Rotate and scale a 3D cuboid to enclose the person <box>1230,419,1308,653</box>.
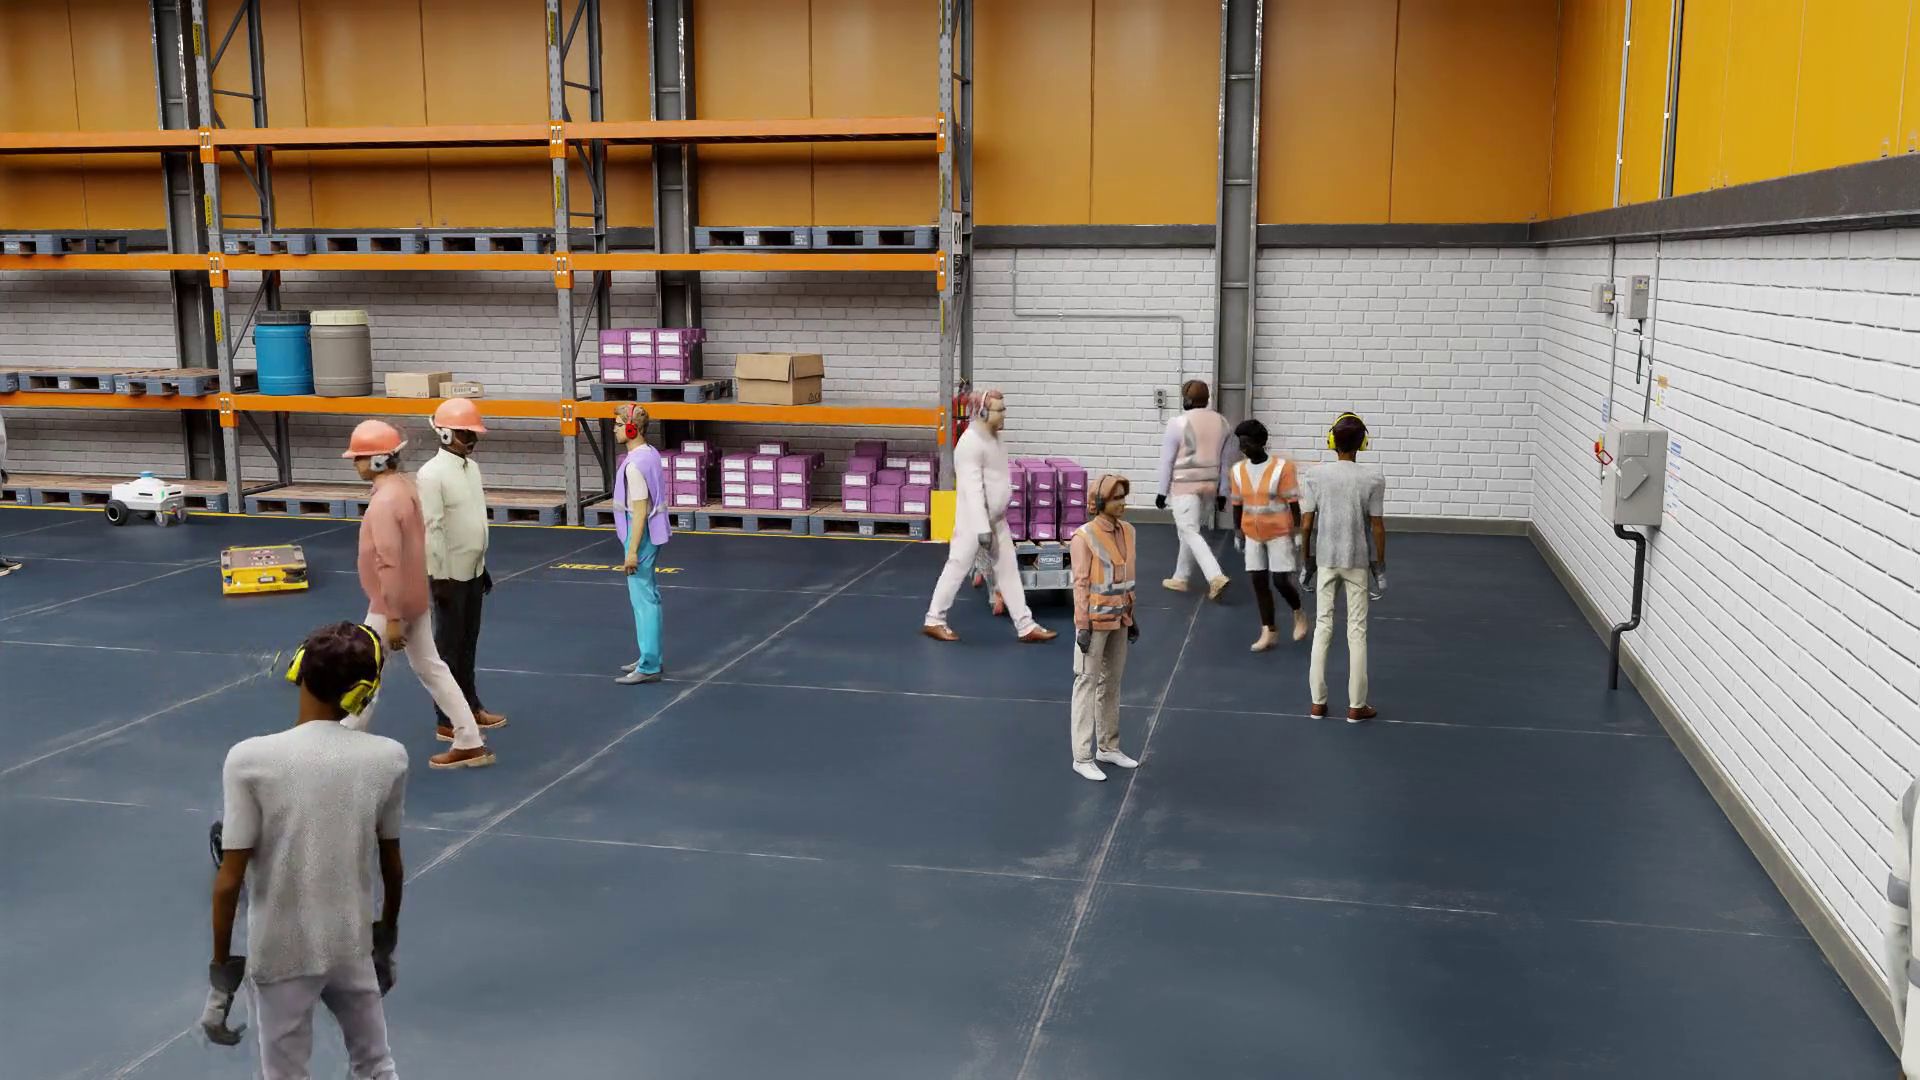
[{"bbox_3d":[2.195,-0.035,11.820,0.573,1.661,0.520,8,13,41],"label":"person"}]

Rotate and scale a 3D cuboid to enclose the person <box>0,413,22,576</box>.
[{"bbox_3d":[-8.601,-0.666,14.690,0.381,1.958,0.602,-2,10,-9],"label":"person"}]

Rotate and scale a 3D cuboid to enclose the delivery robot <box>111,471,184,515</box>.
[{"bbox_3d":[-8.515,-0.476,17.441,0.707,0.478,0.477,3,10,16],"label":"delivery robot"}]

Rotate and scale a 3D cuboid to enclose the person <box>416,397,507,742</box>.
[{"bbox_3d":[-2.900,0.169,9.647,0.382,1.993,0.609,1,10,7],"label":"person"}]

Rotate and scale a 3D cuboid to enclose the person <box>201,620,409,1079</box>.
[{"bbox_3d":[-1.726,1.144,4.416,0.329,1.822,0.652,8,13,41],"label":"person"}]

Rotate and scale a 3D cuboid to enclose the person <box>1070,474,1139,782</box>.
[{"bbox_3d":[0.778,0.458,8.970,0.307,1.644,0.511,8,12,40],"label":"person"}]

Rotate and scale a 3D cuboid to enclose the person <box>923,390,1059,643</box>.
[{"bbox_3d":[0.184,-0.156,12.002,1.014,1.850,0.659,4,10,24],"label":"person"}]

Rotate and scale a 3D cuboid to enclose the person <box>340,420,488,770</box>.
[{"bbox_3d":[-3.061,0.323,8.895,1.002,1.939,0.634,0,10,-2],"label":"person"}]

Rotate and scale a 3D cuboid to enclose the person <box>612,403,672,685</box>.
[{"bbox_3d":[-2.093,0.024,10.936,0.382,1.845,0.571,-1,10,-3],"label":"person"}]

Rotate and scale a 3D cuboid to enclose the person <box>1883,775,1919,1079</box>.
[{"bbox_3d":[2.233,1.173,3.557,0.378,2.041,0.615,0,10,-2],"label":"person"}]

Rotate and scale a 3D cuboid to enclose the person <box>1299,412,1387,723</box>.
[{"bbox_3d":[2.313,0.166,10.027,0.531,1.871,0.317,5,11,25],"label":"person"}]

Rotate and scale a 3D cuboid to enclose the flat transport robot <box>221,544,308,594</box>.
[{"bbox_3d":[-6.015,0.233,14.356,0.652,0.197,1.431,-4,10,-23],"label":"flat transport robot"}]

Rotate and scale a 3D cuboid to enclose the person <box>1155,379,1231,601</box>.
[{"bbox_3d":[1.955,-0.413,13.653,0.620,1.814,0.882,-6,12,-33],"label":"person"}]
